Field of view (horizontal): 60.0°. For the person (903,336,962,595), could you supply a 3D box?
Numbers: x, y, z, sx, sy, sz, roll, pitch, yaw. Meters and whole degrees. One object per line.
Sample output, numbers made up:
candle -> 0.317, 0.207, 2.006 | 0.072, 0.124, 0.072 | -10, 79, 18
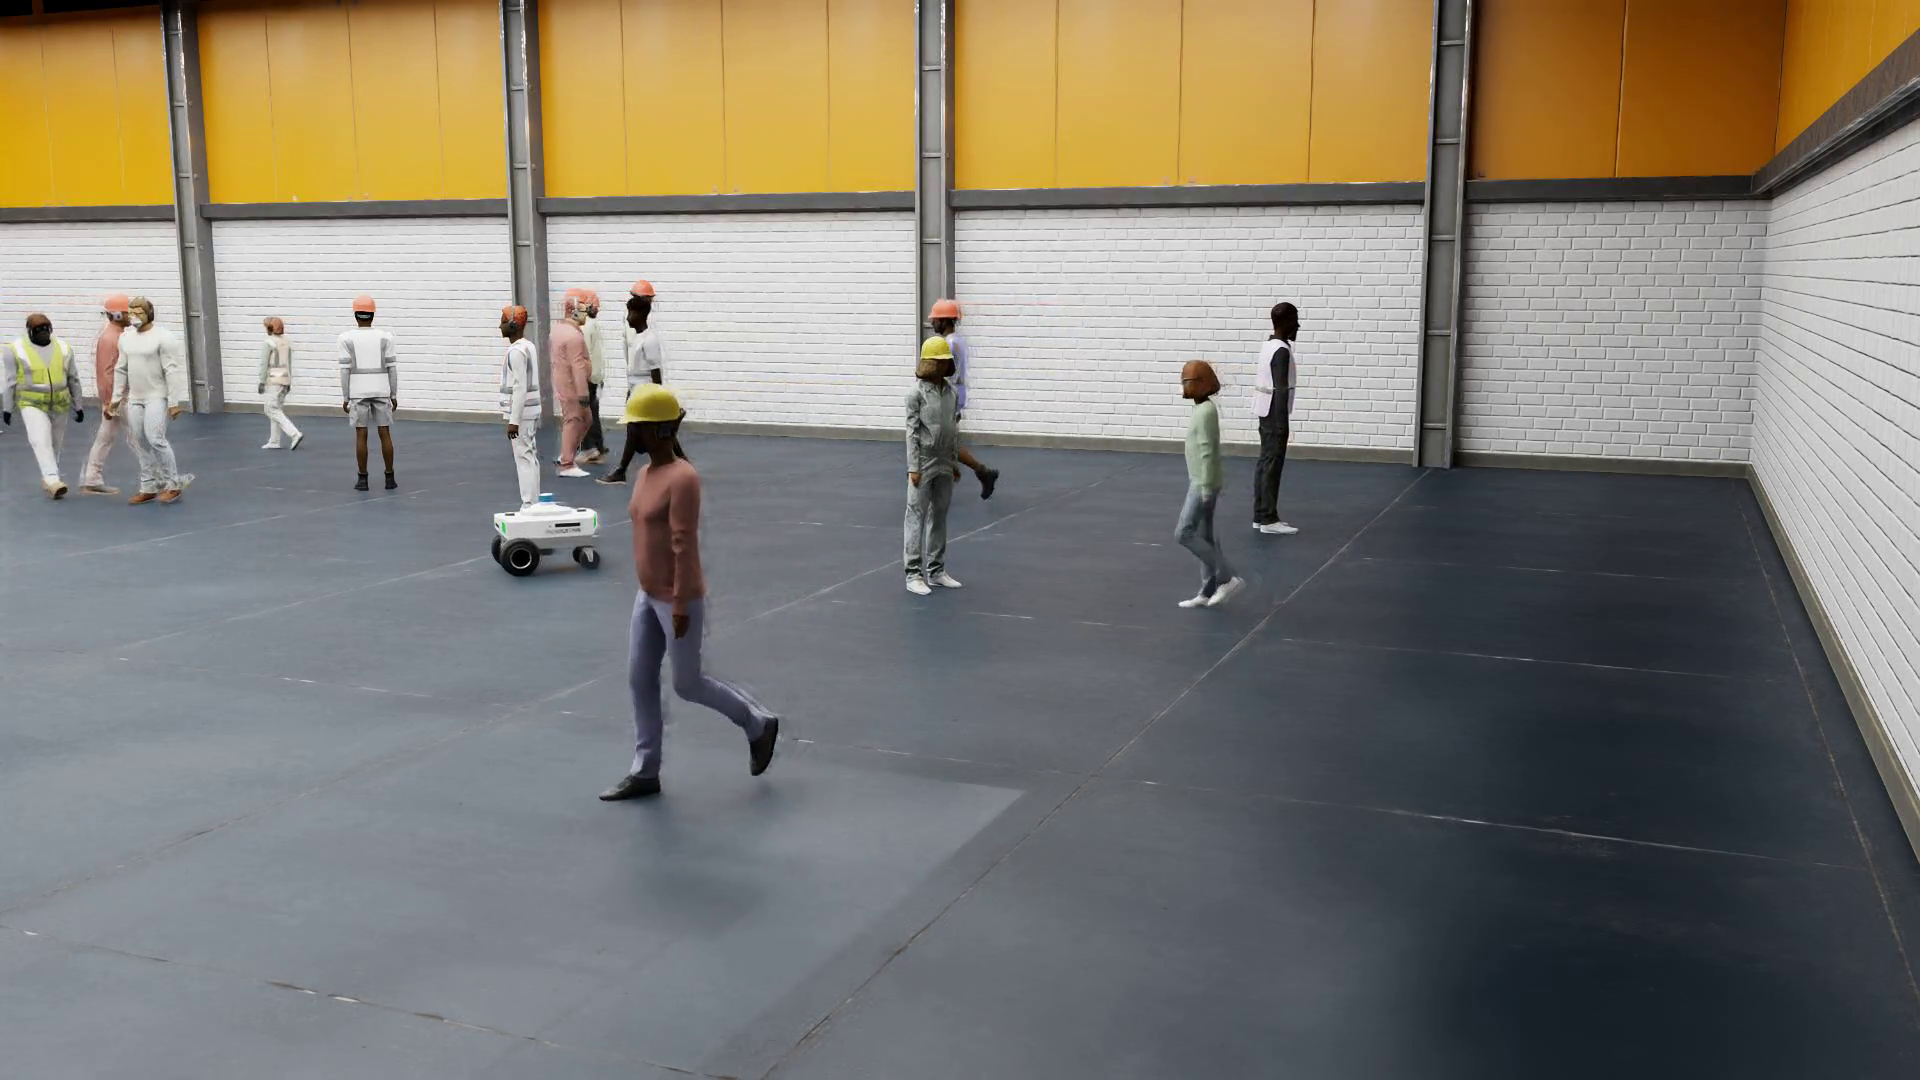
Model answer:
person -> -0.170, -0.510, 11.333 | 0.309, 1.744, 0.485 | 9, 13, 43

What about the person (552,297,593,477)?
person -> -4.053, -1.595, 17.468 | 0.454, 1.886, 0.672 | -4, 10, -23

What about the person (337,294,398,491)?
person -> -5.848, -1.453, 16.460 | 0.544, 1.939, 0.355 | -4, 10, -25

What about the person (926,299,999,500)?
person -> -0.043, -1.270, 15.415 | 0.741, 1.922, 0.558 | 1, 9, 8

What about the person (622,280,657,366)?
person -> -3.870, -2.156, 20.400 | 0.616, 2.041, 0.378 | 9, 13, 43

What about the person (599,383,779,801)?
person -> -1.145, 0.212, 6.934 | 0.692, 1.748, 0.523 | -7, 11, -35

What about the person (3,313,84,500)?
person -> -8.772, -1.291, 15.966 | 1.050, 1.782, 0.654 | 8, 12, 40

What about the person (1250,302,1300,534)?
person -> 2.626, -1.018, 13.879 | 0.389, 1.918, 0.590 | 0, 9, 0

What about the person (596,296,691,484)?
person -> -3.207, -1.530, 17.020 | 1.026, 1.920, 0.619 | -3, 10, -19

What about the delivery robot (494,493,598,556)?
delivery robot -> -3.015, -0.097, 12.136 | 0.707, 0.478, 0.477 | -4, 10, -24

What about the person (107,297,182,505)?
person -> -7.582, -1.292, 15.495 | 0.652, 1.934, 0.434 | 4, 10, 22

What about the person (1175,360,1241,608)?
person -> 1.552, -0.340, 10.669 | 0.371, 1.624, 0.503 | 1, 9, 9

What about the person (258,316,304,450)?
person -> -8.197, -1.879, 19.990 | 0.632, 1.621, 0.535 | 1, 9, 8

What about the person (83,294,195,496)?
person -> -8.029, -1.395, 16.077 | 1.030, 1.940, 0.630 | -4, 10, -25

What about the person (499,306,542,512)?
person -> -3.757, -1.051, 14.191 | 0.356, 1.883, 0.572 | -1, 9, -6

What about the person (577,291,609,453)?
person -> -4.419, -1.971, 19.651 | 0.466, 1.918, 0.563 | 4, 10, 21

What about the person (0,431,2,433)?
person -> -12.949, -2.199, 21.881 | 0.522, 1.638, 0.311 | 0, 9, 3

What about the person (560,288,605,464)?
person -> -4.213, -1.811, 18.521 | 0.510, 1.969, 0.662 | -1, 9, -7
